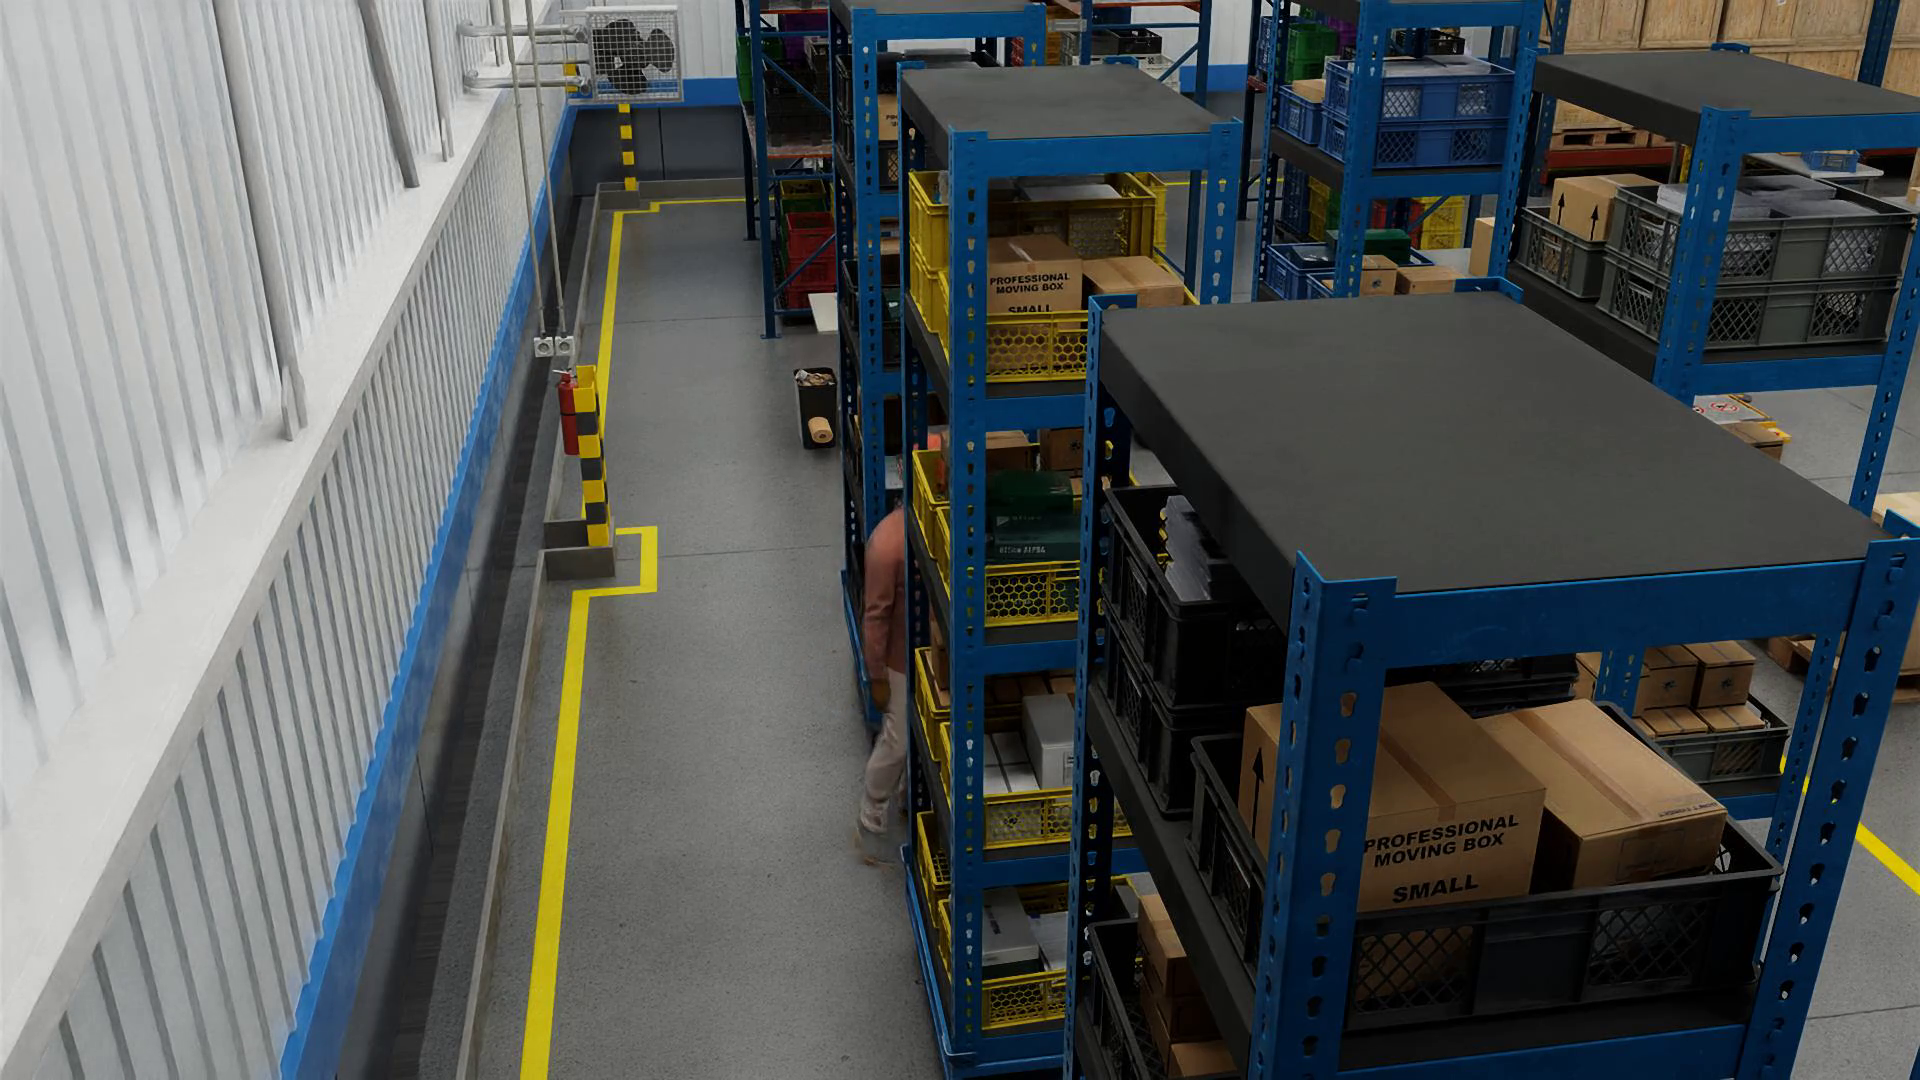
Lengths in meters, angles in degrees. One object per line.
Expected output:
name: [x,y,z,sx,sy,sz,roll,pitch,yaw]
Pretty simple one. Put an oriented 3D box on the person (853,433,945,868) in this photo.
person: [-0.190,0.473,7.222,0.453,1.992,0.623,16,29,31]
